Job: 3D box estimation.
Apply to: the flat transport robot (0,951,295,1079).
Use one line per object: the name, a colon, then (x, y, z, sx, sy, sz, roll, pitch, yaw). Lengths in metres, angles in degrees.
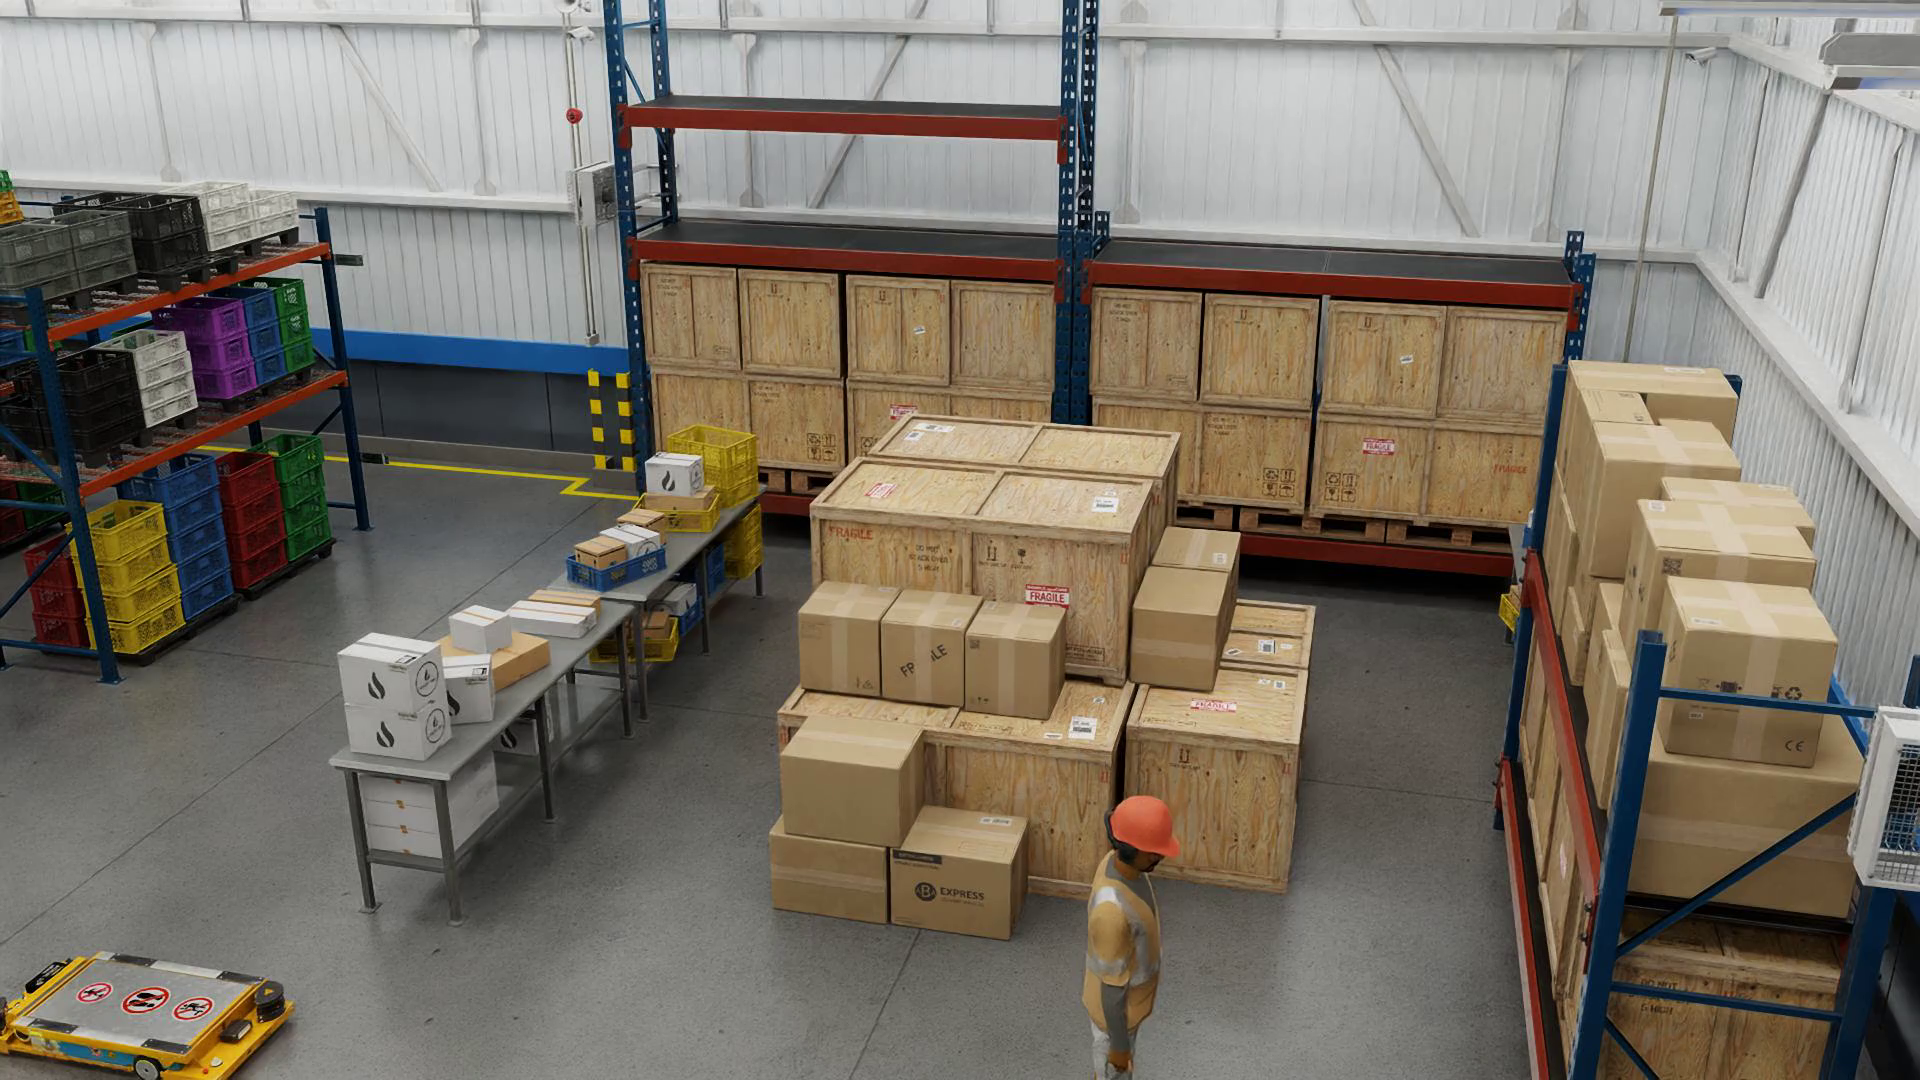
flat transport robot: (-4.270, 2.464, 8.601, 1.431, 0.231, 0.659, 5, 22, 13)

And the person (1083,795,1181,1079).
person: (0.735, 2.023, 7.285, 0.386, 2.034, 0.604, 4, 21, 10)
